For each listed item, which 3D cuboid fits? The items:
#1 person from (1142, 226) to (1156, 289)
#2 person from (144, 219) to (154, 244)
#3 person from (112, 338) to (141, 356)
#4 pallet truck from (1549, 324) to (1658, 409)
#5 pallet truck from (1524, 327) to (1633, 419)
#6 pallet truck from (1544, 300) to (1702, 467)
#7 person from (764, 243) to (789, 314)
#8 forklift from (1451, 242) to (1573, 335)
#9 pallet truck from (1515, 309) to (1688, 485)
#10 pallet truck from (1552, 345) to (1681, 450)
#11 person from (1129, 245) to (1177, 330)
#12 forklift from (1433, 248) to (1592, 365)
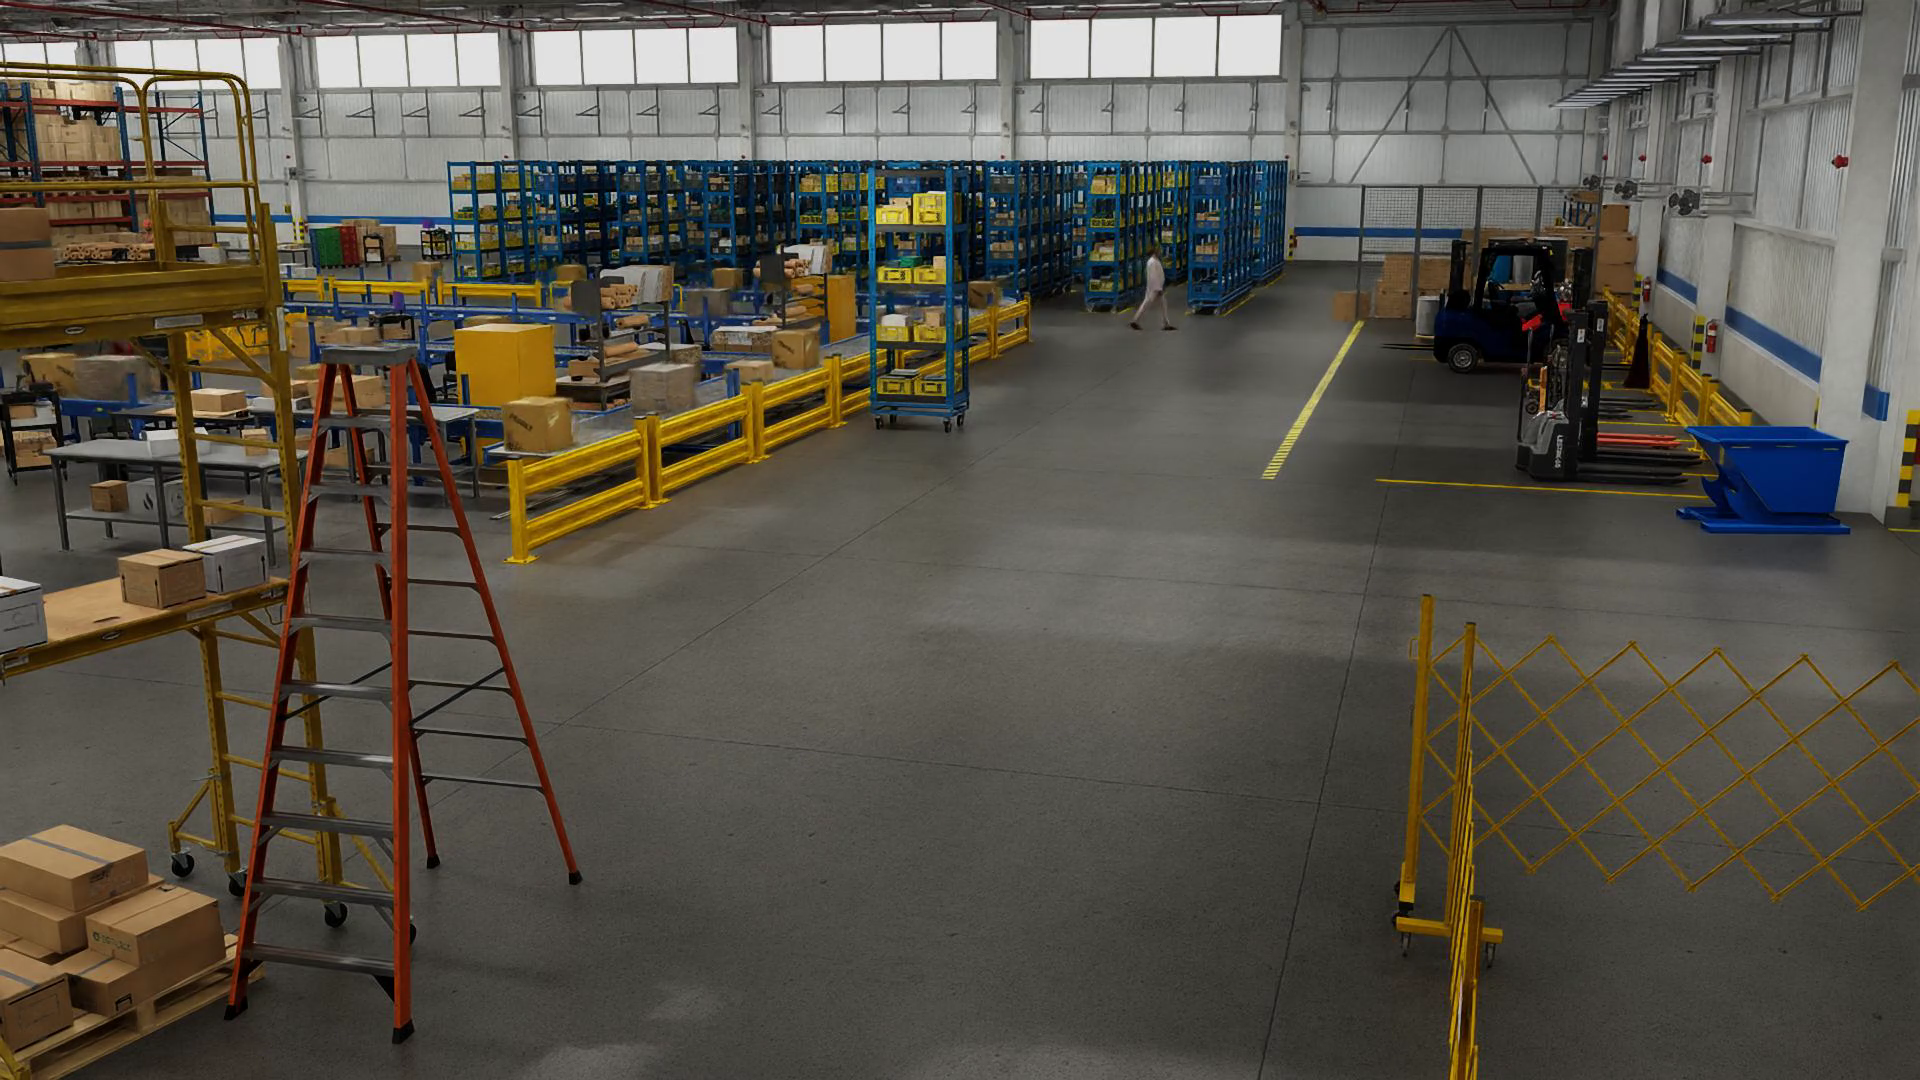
[{"bbox_3d":[5.261,-7.889,46.660,0.408,1.831,0.575,-6,14,-25],"label":"person"},{"bbox_3d":[-22.730,-8.011,46.804,0.612,1.997,0.376,8,15,30],"label":"person"},{"bbox_3d":[-13.110,-3.133,26.261,0.541,1.741,0.709,12,17,41],"label":"person"},{"bbox_3d":[9.824,-2.669,25.407,1.601,1.201,0.680,4,14,16],"label":"pallet truck"},{"bbox_3d":[9.065,-2.460,24.370,1.522,1.261,0.704,3,13,14],"label":"pallet truck"},{"bbox_3d":[8.263,-1.952,20.631,1.885,1.965,0.823,5,14,20],"label":"pallet truck"},{"bbox_3d":[-4.086,-5.891,38.072,0.886,1.800,0.595,4,14,16],"label":"person"},{"bbox_3d":[10.464,-4.597,31.405,2.680,1.987,1.157,4,14,16],"label":"forklift"},{"bbox_3d":[7.554,-1.677,19.446,1.885,1.965,0.823,3,13,14],"label":"pallet truck"},{"bbox_3d":[8.641,-1.896,21.908,1.630,1.274,0.653,4,14,16],"label":"pallet truck"},{"bbox_3d":[4.205,-5.496,36.251,1.011,1.863,0.634,5,14,19],"label":"person"},{"bbox_3d":[9.780,-4.111,29.280,2.680,1.987,1.157,3,13,14],"label":"forklift"}]
